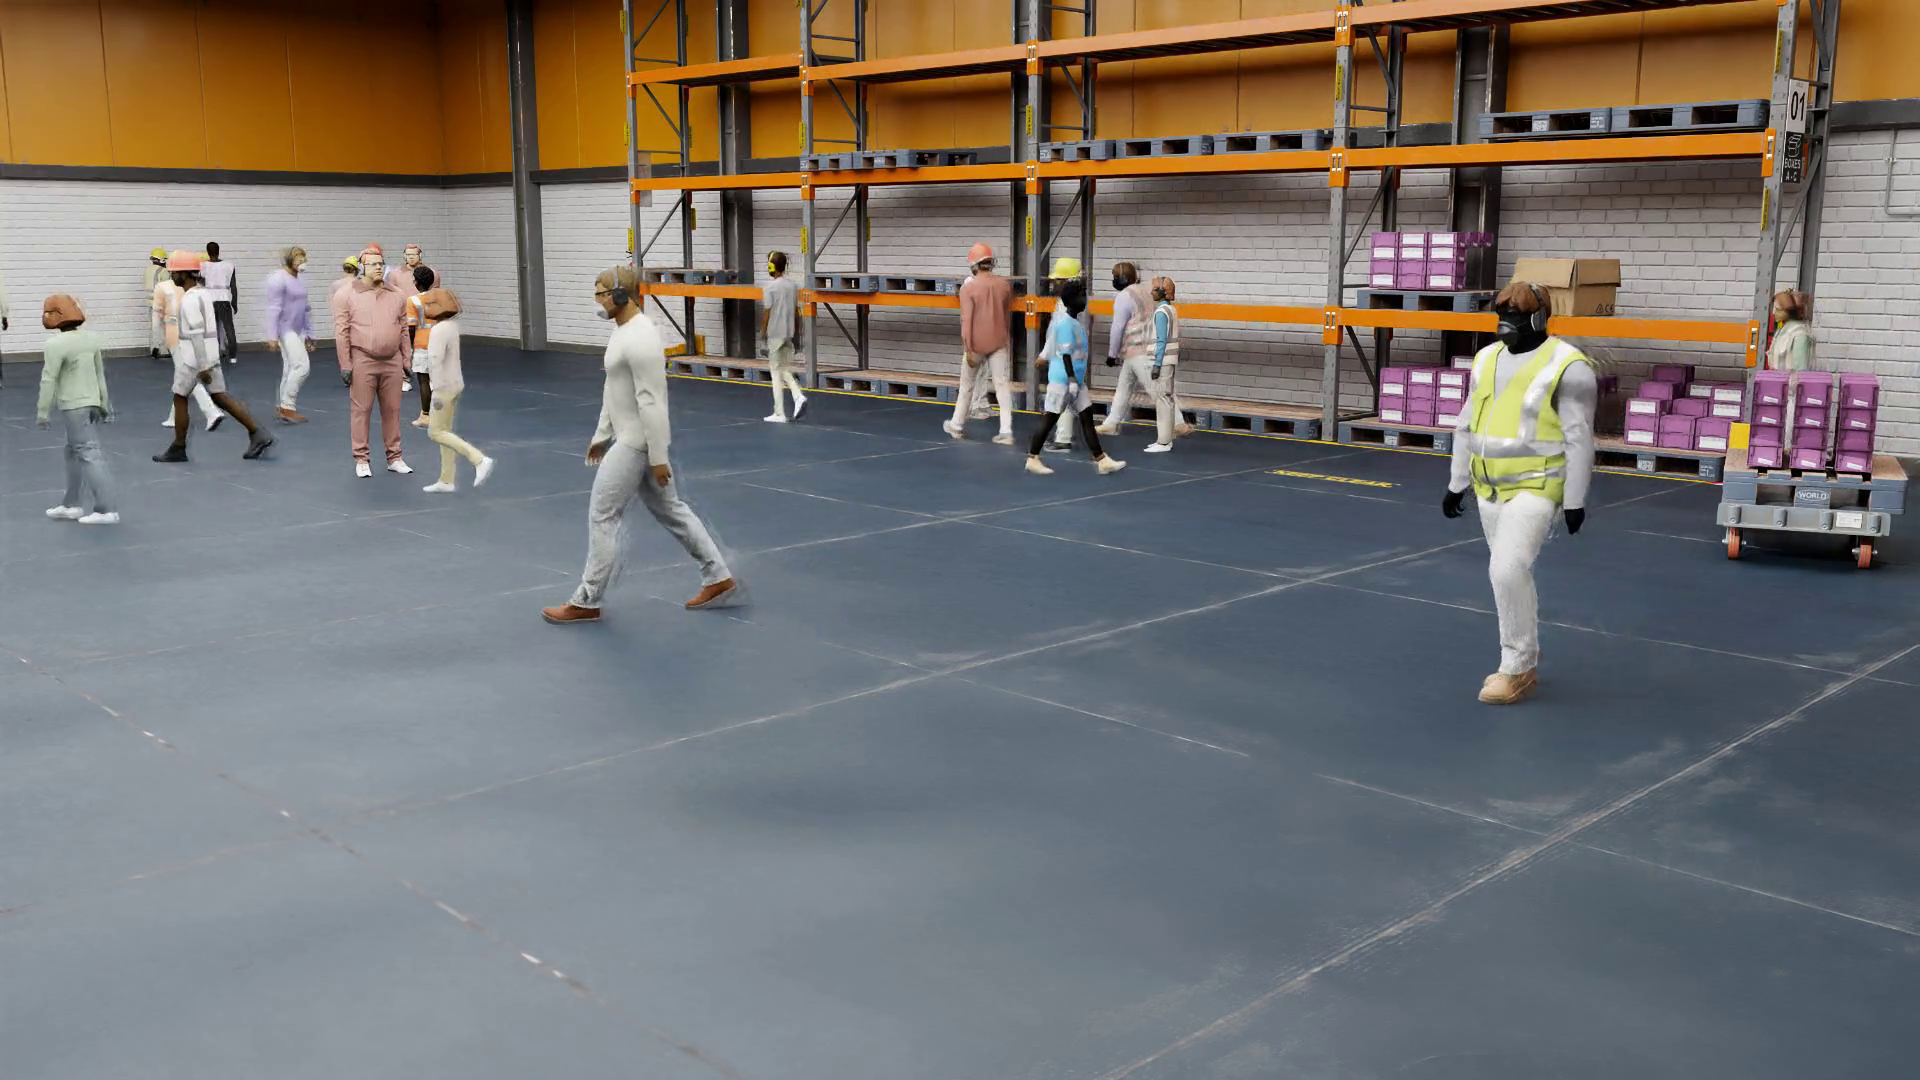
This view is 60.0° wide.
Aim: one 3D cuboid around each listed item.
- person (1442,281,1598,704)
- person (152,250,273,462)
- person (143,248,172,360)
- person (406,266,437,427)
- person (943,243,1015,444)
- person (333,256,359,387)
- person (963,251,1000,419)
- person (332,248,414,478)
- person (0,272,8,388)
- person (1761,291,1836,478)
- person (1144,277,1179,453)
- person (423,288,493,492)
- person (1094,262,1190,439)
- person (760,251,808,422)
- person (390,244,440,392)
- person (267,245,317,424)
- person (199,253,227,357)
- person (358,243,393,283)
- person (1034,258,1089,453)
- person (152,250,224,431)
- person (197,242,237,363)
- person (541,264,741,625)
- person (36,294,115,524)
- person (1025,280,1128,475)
[{"bbox_3d":[2.381,-0.206,7.266,0.642,1.821,0.623,-4,11,-23],"label":"person"},{"bbox_3d":[-6.732,-1.637,14.889,0.978,1.903,0.547,-1,10,-5],"label":"person"},{"bbox_3d":[-13.089,-3.862,27.236,0.607,1.821,0.417,7,13,34],"label":"person"},{"bbox_3d":[-5.651,-2.047,17.649,0.318,1.697,0.535,6,12,30],"label":"person"},{"bbox_3d":[0.224,-1.927,16.342,0.617,1.940,1.040,-6,12,-28],"label":"person"},{"bbox_3d":[-8.129,-2.935,22.354,0.550,1.736,0.720,0,10,-2],"label":"person"},{"bbox_3d":[0.251,-2.290,18.465,0.355,1.882,0.576,5,12,26],"label":"person"},{"bbox_3d":[-4.920,-1.492,14.034,0.638,1.913,0.409,-9,14,-42],"label":"person"},{"bbox_3d":[-13.014,-2.995,22.090,0.623,2.006,0.537,-5,12,-26],"label":"person"},{"bbox_3d":[6.359,-1.076,12.577,0.595,1.611,0.558,1,10,6],"label":"person"},{"bbox_3d":[1.895,-1.636,15.559,0.309,1.641,0.515,3,11,14],"label":"person"},{"bbox_3d":[-3.983,-1.163,13.033,0.502,1.614,0.512,0,10,-2],"label":"person"},{"bbox_3d":[1.833,-1.880,16.618,1.070,1.767,0.619,4,11,21],"label":"person"},{"bbox_3d":[-1.918,-2.178,17.923,0.477,1.856,0.545,8,13,36],"label":"person"},{"bbox_3d":[-7.062,-2.876,21.592,0.643,1.909,0.409,-3,11,-14],"label":"person"},{"bbox_3d":[-7.137,-2.172,17.758,0.516,1.911,0.636,1,10,3],"label":"person"},{"bbox_3d":[-12.307,-3.865,27.509,0.357,1.724,0.628,1,10,6],"label":"person"},{"bbox_3d":[-8.846,-3.516,25.116,0.574,1.888,0.959,1,10,7],"label":"person"},{"bbox_3d":[0.947,-1.721,15.546,0.507,1.815,0.597,1,10,8],"label":"person"},{"bbox_3d":[-8.025,-2.075,17.312,0.956,1.878,0.588,6,12,28],"label":"person"},{"bbox_3d":[-11.760,-3.758,26.374,0.594,1.915,0.373,-9,13,-39],"label":"person"},{"bbox_3d":[-1.663,-0.505,8.761,1.041,1.886,0.615,-2,11,-11],"label":"person"},{"bbox_3d":[-6.291,-0.910,11.657,0.695,1.604,0.529,1,10,5],"label":"person"},{"bbox_3d":[0.949,-1.350,13.963,0.881,1.642,0.549,3,11,18],"label":"person"}]
